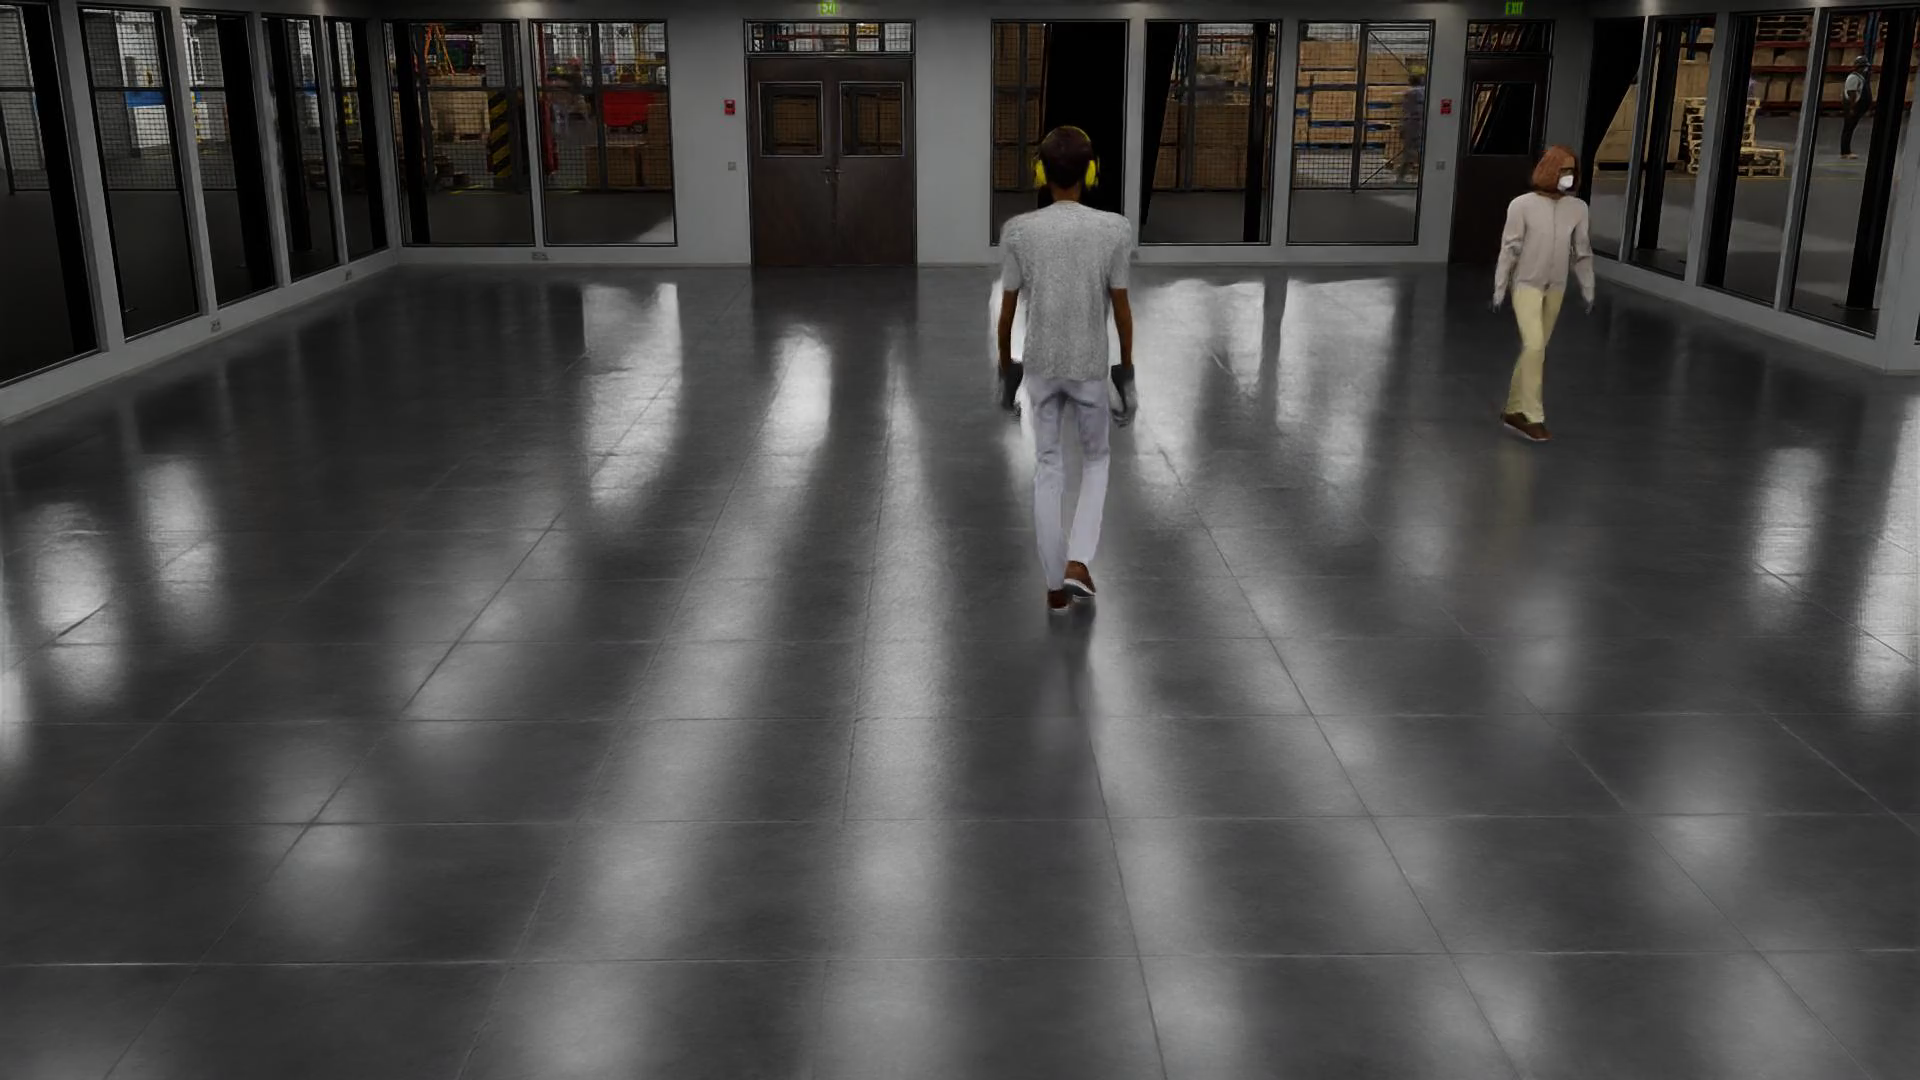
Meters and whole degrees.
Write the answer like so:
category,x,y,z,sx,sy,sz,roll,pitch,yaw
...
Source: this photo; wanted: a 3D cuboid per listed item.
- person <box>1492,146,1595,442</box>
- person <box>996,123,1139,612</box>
category,x,y,z,sx,sy,sz,roll,pitch,yaw
person,3.277,-1.347,9.192,0.535,1.602,0.719,-5,17,-17
person,0.409,-0.635,6.355,0.562,1.855,0.386,2,17,8
